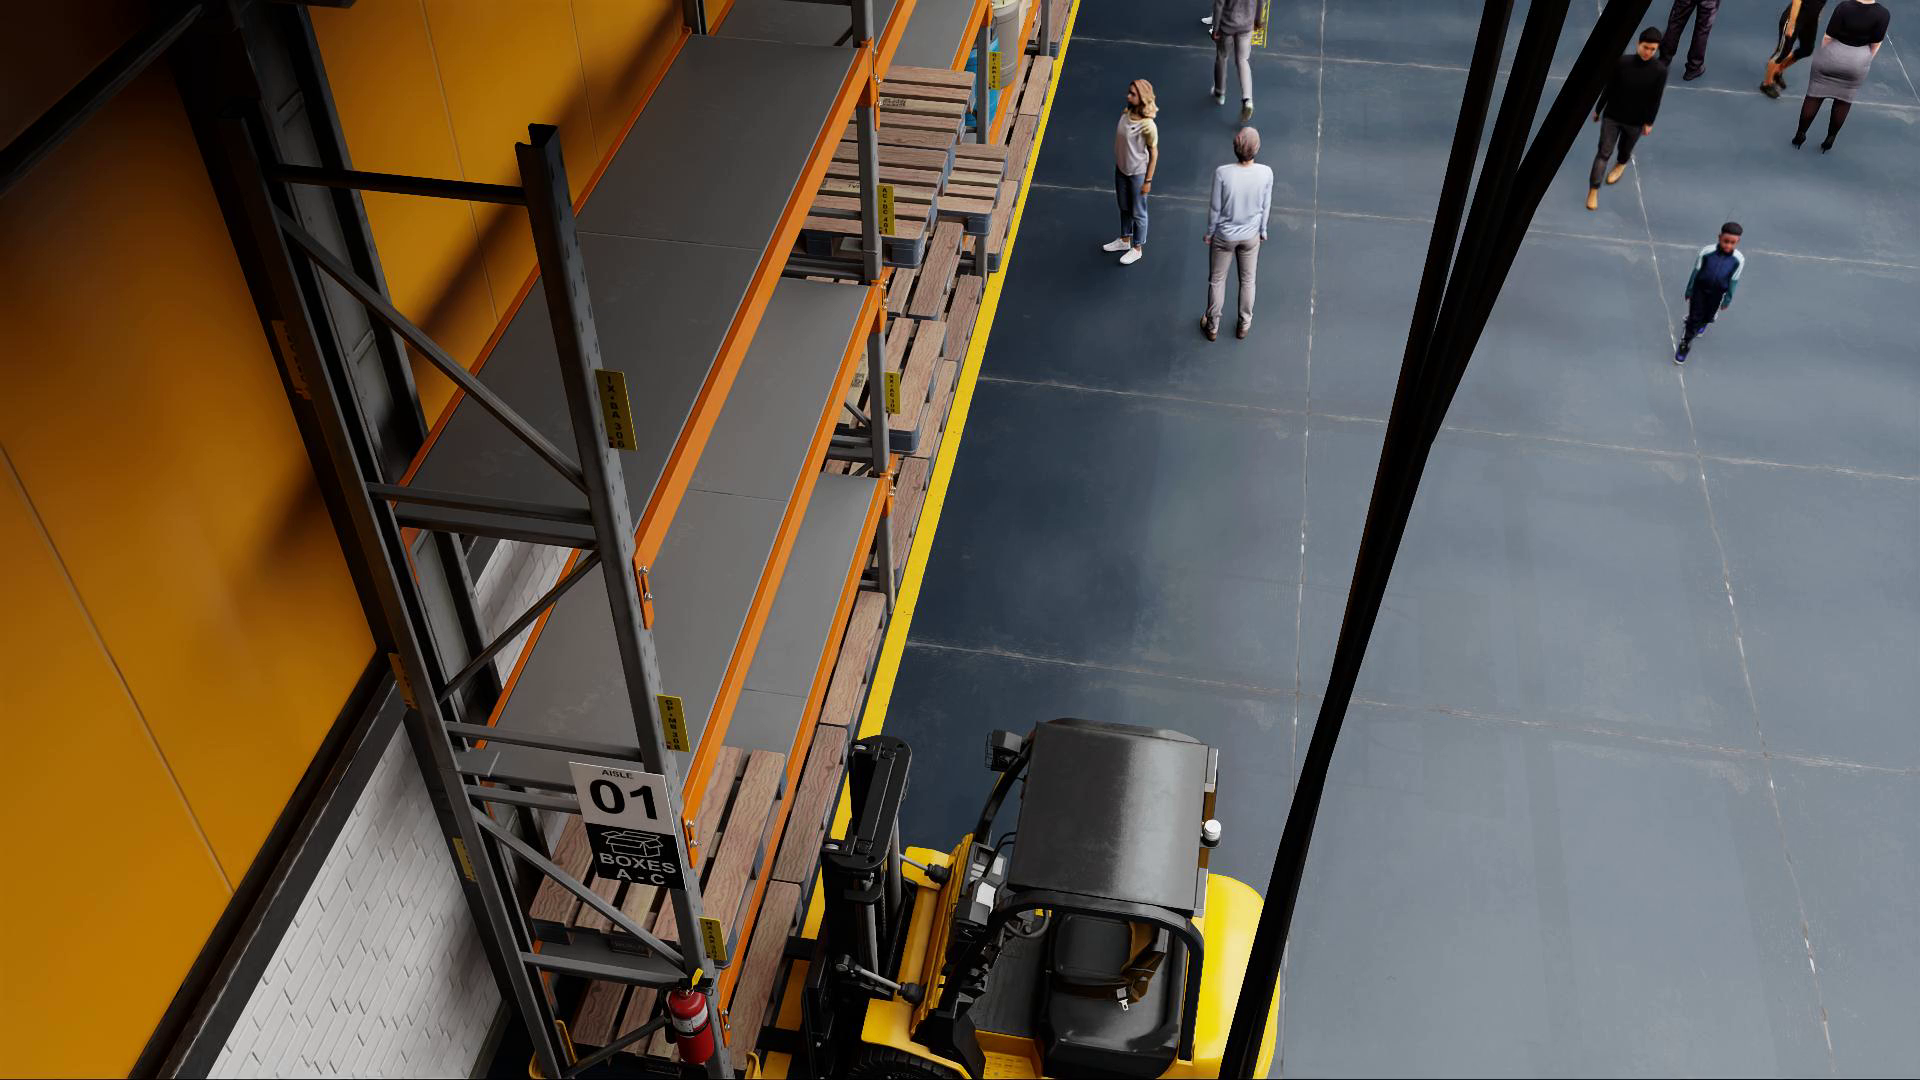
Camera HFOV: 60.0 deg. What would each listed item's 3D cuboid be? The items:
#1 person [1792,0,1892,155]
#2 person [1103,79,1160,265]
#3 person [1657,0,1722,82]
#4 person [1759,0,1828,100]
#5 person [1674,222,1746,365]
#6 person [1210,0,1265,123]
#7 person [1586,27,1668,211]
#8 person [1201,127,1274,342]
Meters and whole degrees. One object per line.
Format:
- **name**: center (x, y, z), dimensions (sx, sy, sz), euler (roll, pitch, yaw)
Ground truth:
- **person**: center (8.302, -4.477, 15.635), dimensions (0.724, 1.760, 0.695), euler (17, 46, 17)
- **person**: center (1.501, -3.170, 14.291), dimensions (0.759, 1.722, 0.683), euler (-22, 48, -22)
- **person**: center (7.453, -5.571, 16.670), dimensions (0.774, 1.915, 0.756), euler (28, 50, 26)
- **person**: center (8.283, -5.214, 16.484), dimensions (0.728, 1.656, 0.765), euler (-16, 46, -16)
- **person**: center (6.087, -2.060, 13.475), dimensions (0.662, 1.240, 0.898), euler (19, 47, 19)
- **person**: center (2.713, -4.939, 16.083), dimensions (0.944, 1.811, 1.175), euler (-9, 44, -9)
- **person**: center (6.053, -3.904, 15.074), dimensions (0.868, 1.704, 1.164), euler (20, 47, 20)
- **person**: center (2.227, -2.458, 13.420), dimensions (0.708, 1.892, 0.621), euler (0, 44, 0)
